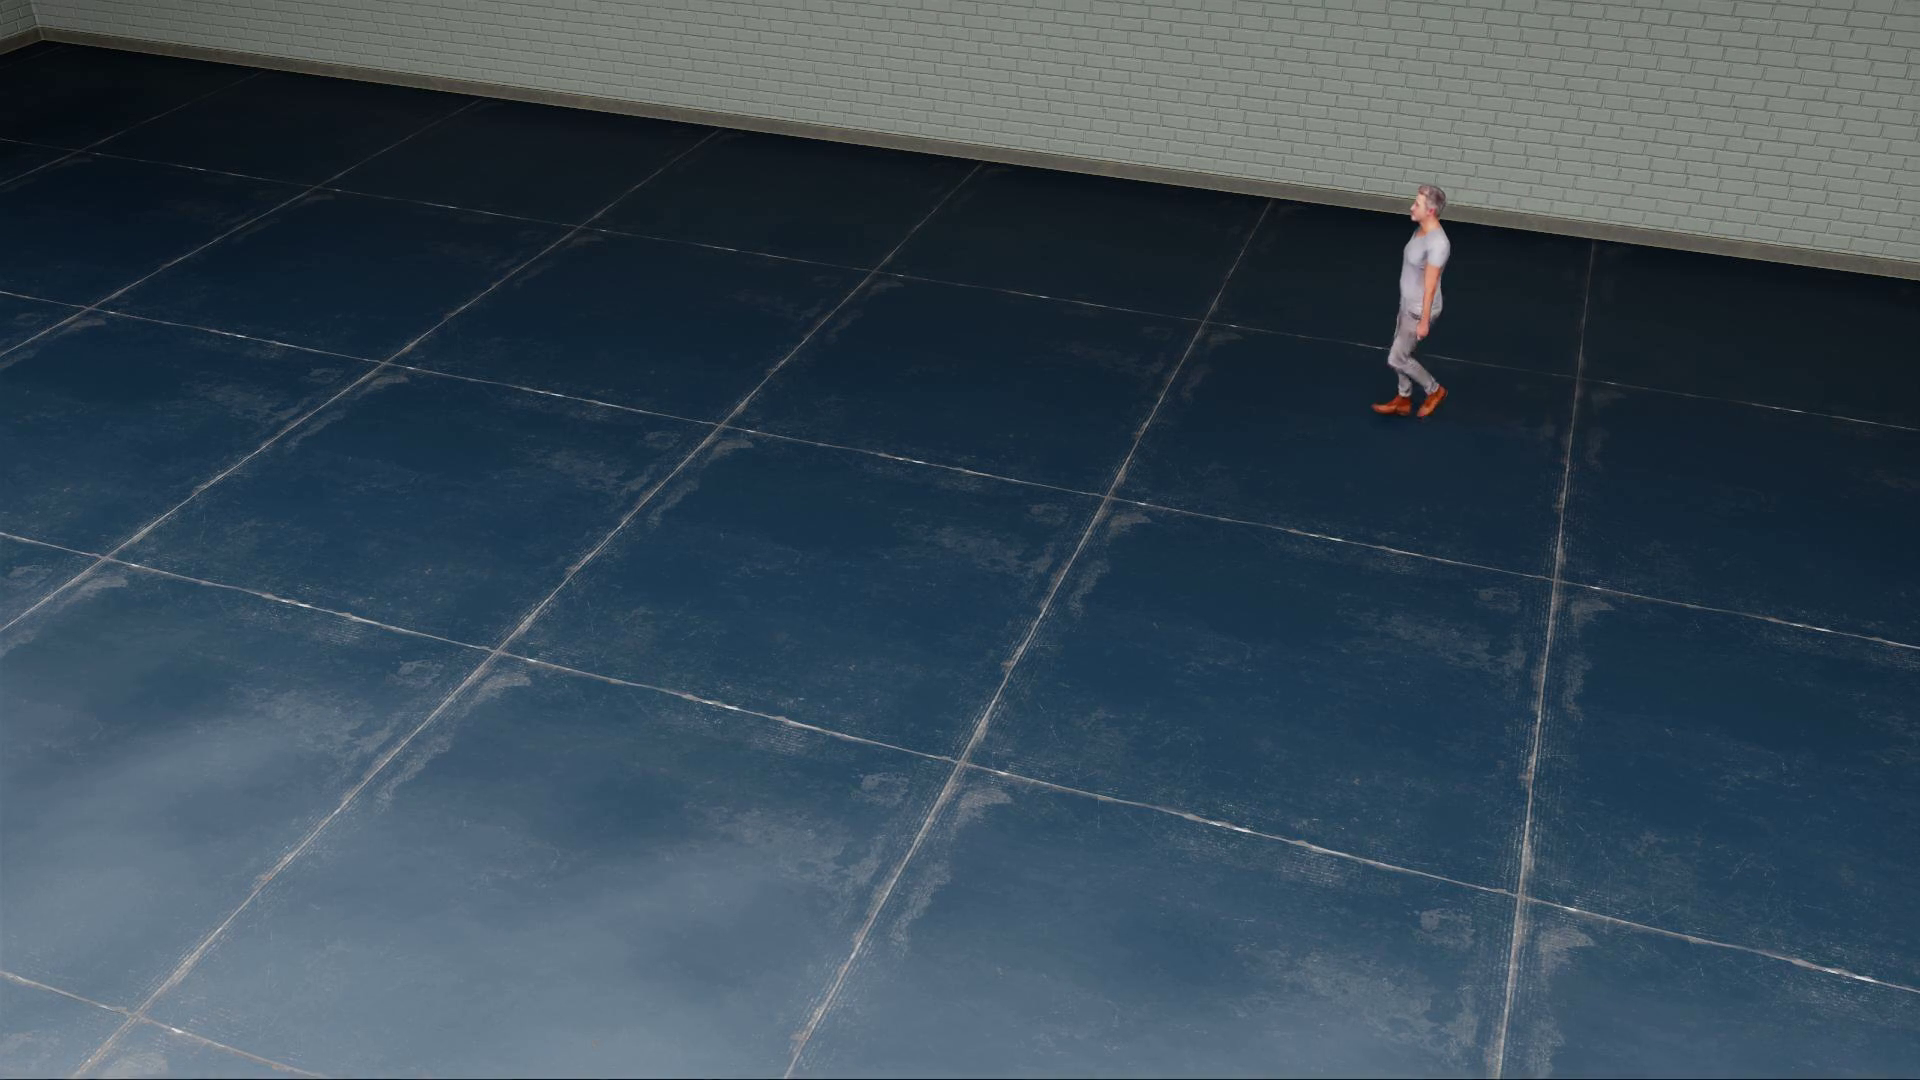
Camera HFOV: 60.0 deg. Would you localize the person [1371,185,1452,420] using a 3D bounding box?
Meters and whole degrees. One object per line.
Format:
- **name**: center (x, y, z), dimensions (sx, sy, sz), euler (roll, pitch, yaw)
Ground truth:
- **person**: center (3.405, -1.676, 12.047), dimensions (0.878, 1.813, 0.810), euler (1, 33, 2)
